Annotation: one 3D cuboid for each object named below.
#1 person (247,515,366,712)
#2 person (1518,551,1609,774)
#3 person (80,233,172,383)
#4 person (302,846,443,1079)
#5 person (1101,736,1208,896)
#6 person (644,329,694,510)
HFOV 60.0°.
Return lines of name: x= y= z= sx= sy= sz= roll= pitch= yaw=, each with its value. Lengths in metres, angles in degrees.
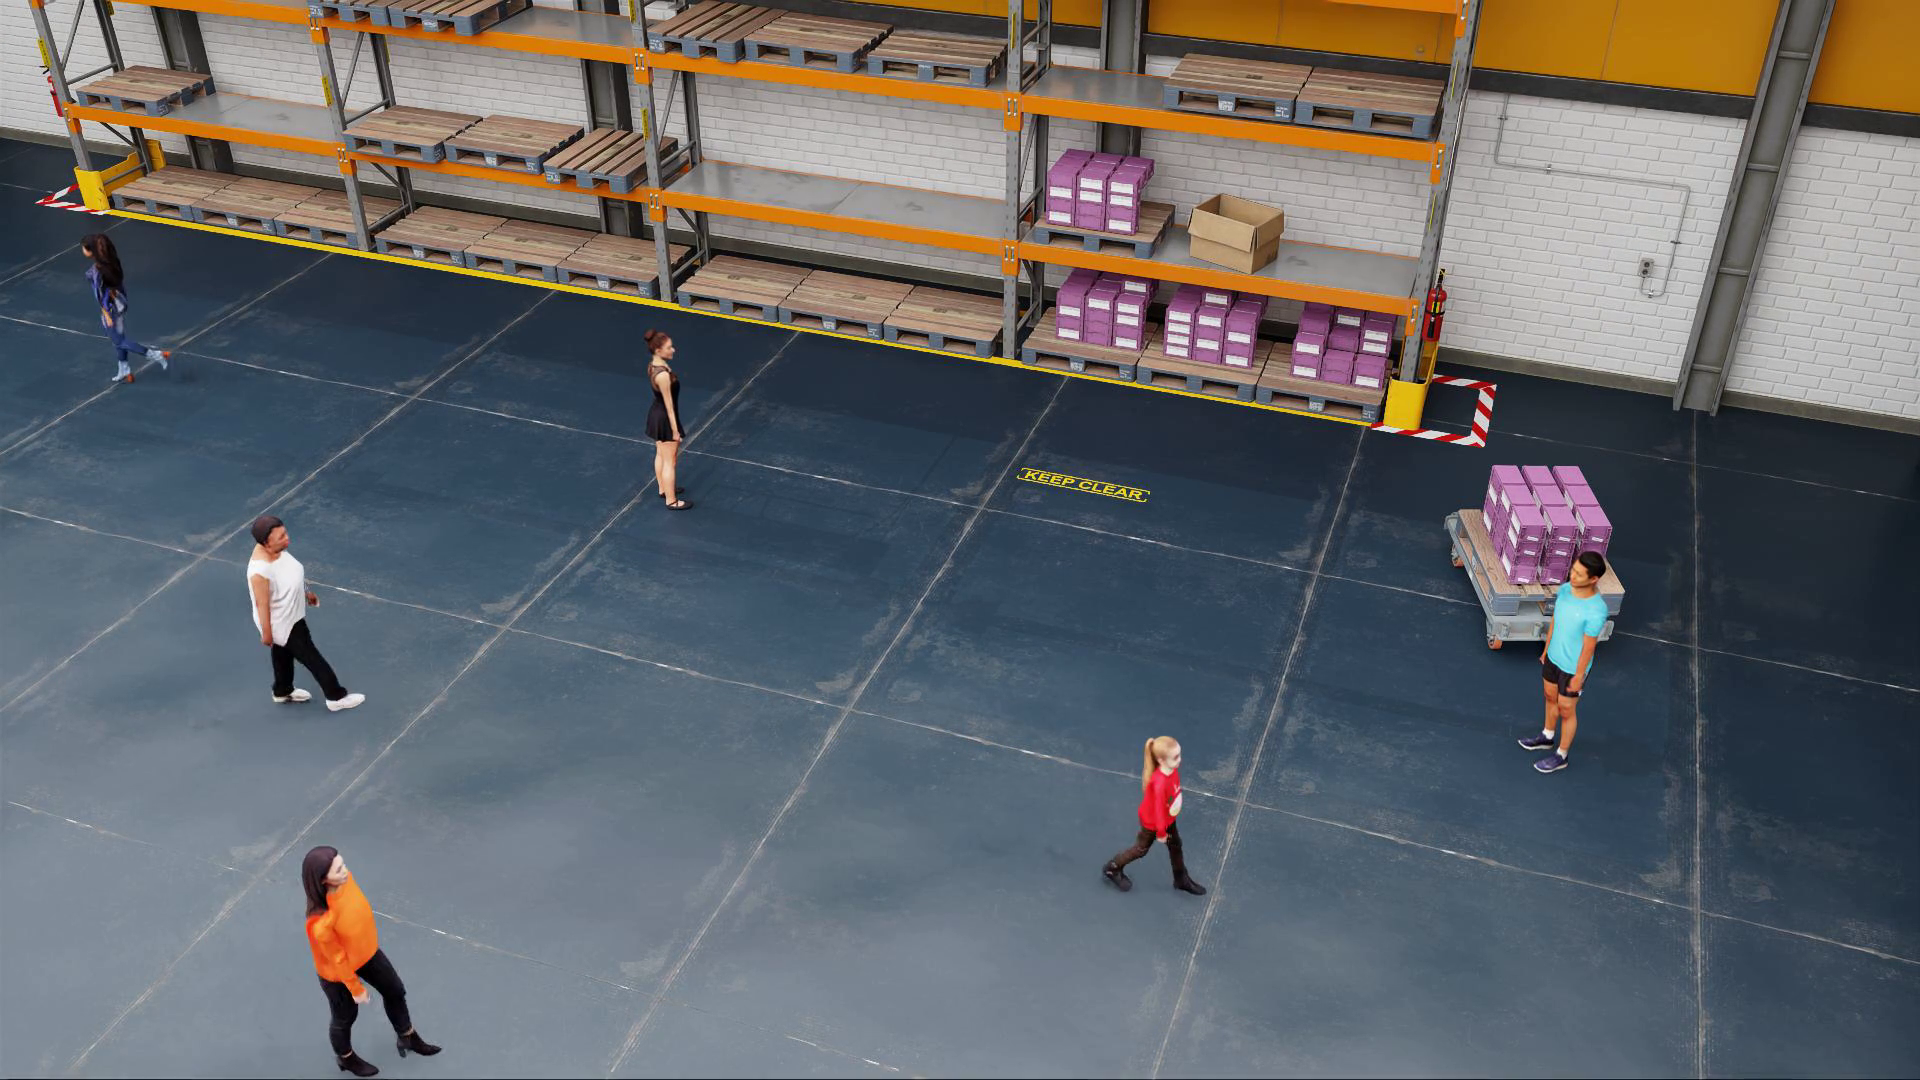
person: x=-4.998 y=0.547 z=12.112 sx=1.051 sy=1.664 sz=0.929 roll=-7 pitch=34 yaw=-11
person: x=4.252 y=0.837 z=11.577 sx=0.706 sy=1.773 sz=0.683 roll=-9 pitch=35 yaw=-13
person: x=-8.281 y=-2.270 z=16.403 sx=0.993 sy=1.604 sz=0.844 roll=-3 pitch=34 yaw=-5
person: x=-3.500 y=2.385 z=9.287 sx=0.870 sy=1.729 sz=0.738 roll=3 pitch=34 yaw=5
person: x=1.210 y=1.769 z=10.642 sx=0.902 sy=1.256 sz=0.502 roll=12 pitch=35 yaw=17
person: x=-2.571 y=-1.060 z=14.518 sx=0.734 sy=1.677 sz=0.680 roll=-13 pitch=36 yaw=-19
